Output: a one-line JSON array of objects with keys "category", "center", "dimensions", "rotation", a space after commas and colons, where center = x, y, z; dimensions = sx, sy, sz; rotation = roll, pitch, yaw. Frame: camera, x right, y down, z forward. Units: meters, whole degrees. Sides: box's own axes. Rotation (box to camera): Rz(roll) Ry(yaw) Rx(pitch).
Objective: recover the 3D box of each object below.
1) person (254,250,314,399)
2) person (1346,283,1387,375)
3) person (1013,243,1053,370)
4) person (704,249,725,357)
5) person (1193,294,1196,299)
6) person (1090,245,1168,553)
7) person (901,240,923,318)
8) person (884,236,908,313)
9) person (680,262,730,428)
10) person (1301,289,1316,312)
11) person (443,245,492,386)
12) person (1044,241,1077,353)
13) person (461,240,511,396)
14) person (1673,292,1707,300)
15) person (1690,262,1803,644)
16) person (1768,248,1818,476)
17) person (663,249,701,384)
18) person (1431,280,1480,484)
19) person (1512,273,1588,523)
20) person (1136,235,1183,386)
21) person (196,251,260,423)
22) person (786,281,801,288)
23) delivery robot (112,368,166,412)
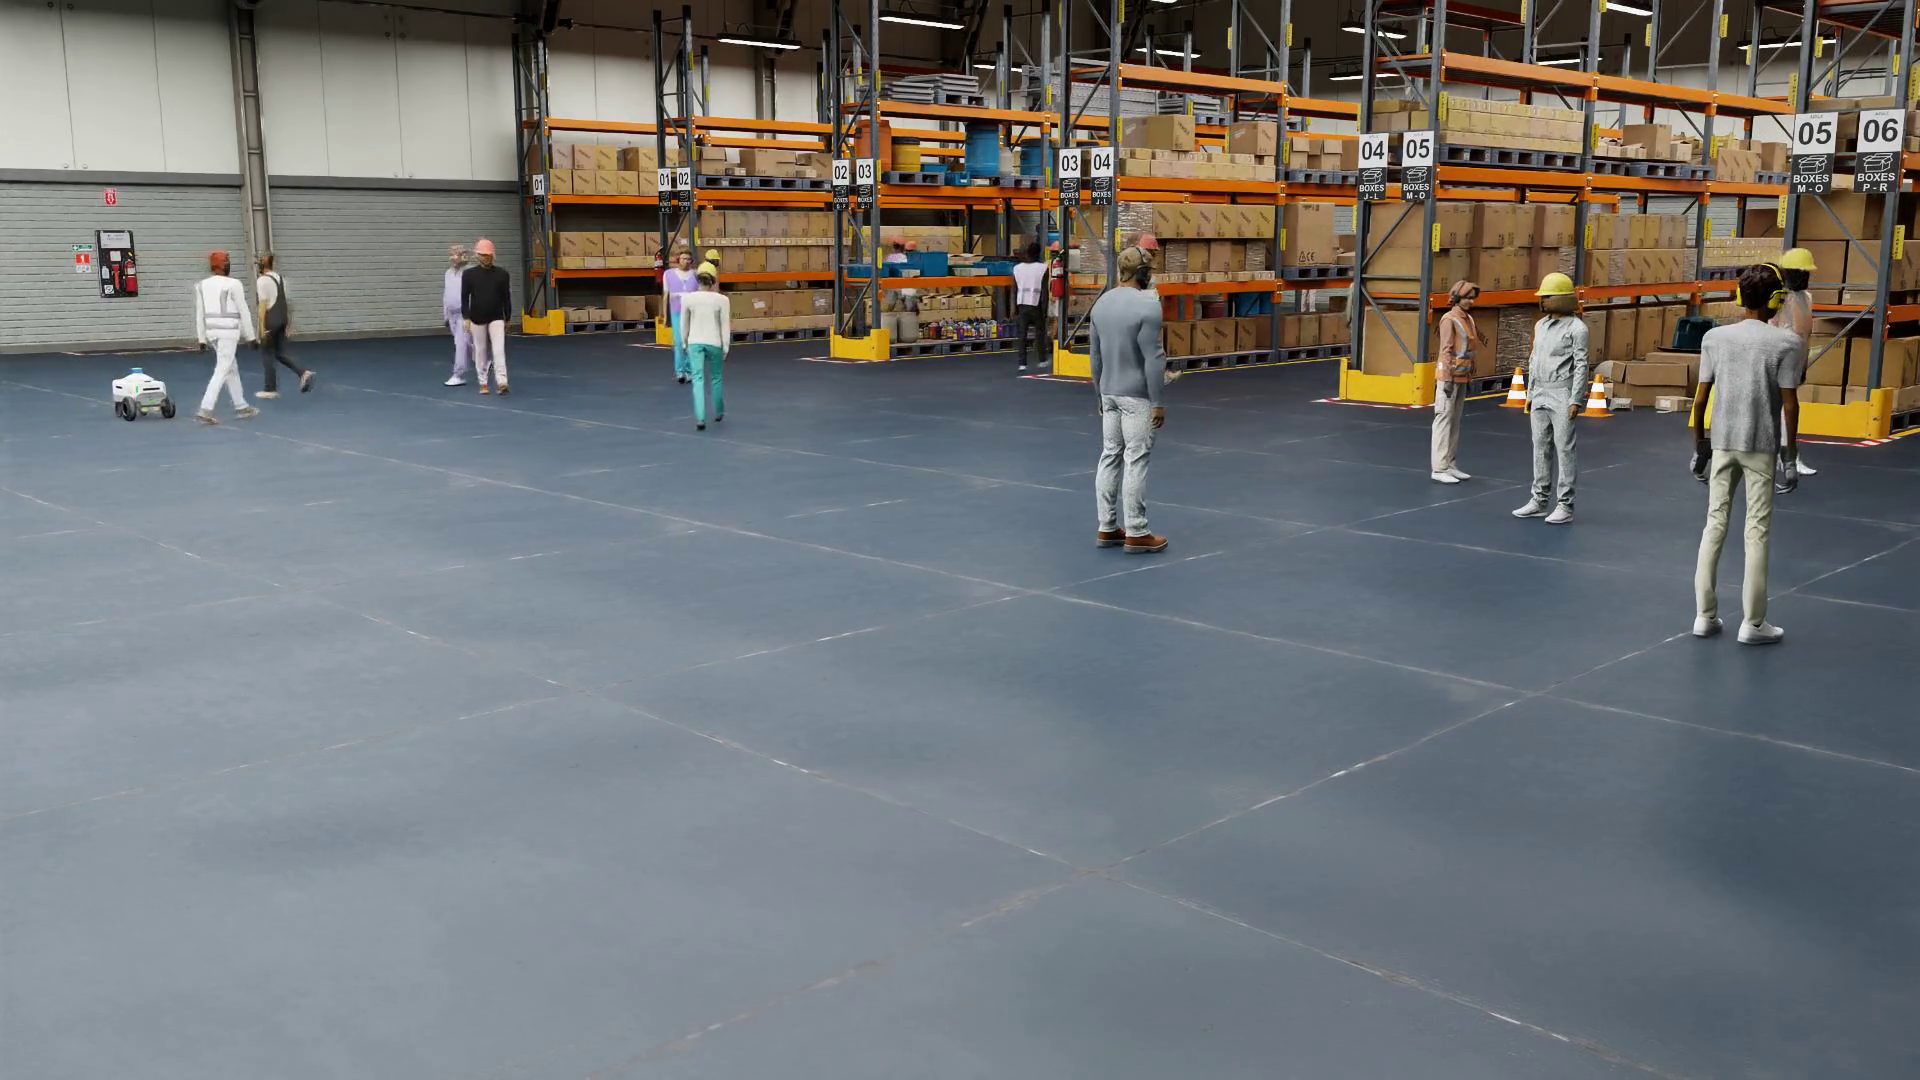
[{"category": "person", "center": [-8.389, -2.646, 20.465], "dimensions": [0.647, 1.823, 0.509], "rotation": [2, 11, 10]}, {"category": "person", "center": [5.710, -3.055, 23.293], "dimensions": [0.544, 1.598, 0.847], "rotation": [6, 12, 28]}, {"category": "person", "center": [1.108, -3.523, 25.065], "dimensions": [0.620, 1.874, 0.934], "rotation": [5, 11, 24]}, {"category": "person", "center": [-4.072, -3.884, 27.358], "dimensions": [0.328, 1.767, 0.531], "rotation": [-7, 12, -32]}, {"category": "person", "center": [5.349, -6.131, 39.230], "dimensions": [0.781, 1.916, 0.637], "rotation": [-9, 14, -41]}, {"category": "person", "center": [1.086, -0.902, 10.623], "dimensions": [0.358, 1.937, 0.636], "rotation": [-7, 13, -34]}, {"category": "person", "center": [-0.966, -4.551, 30.607], "dimensions": [0.880, 1.913, 0.553], "rotation": [-4, 11, -21]}, {"category": "person", "center": [-1.259, -5.000, 32.828], "dimensions": [0.627, 1.999, 1.045], "rotation": [10, 14, 43]}, {"category": "person", "center": [-2.675, -2.056, 17.524], "dimensions": [0.526, 1.719, 0.912], "rotation": [-1, 10, -6]}, {"category": "person", "center": [8.514, -6.388, 40.383], "dimensions": [0.375, 1.997, 0.612], "rotation": [-7, 13, -35]}, {"category": "person", "center": [-6.694, -3.049, 22.513], "dimensions": [0.650, 1.877, 0.862], "rotation": [7, 12, 33]}, {"category": "person", "center": [1.705, -4.184, 28.661], "dimensions": [0.552, 1.897, 0.861], "rotation": [7, 13, 35]}, {"category": "person", "center": [-5.926, -2.781, 20.867], "dimensions": [0.619, 1.933, 1.062], "rotation": [-4, 11, -22]}, {"category": "person", "center": [12.820, -4.307, 29.290], "dimensions": [0.613, 1.915, 0.894], "rotation": [10, 14, 44]}, {"category": "person", "center": [3.894, -0.432, 8.253], "dimensions": [0.315, 1.869, 0.526], "rotation": [-9, 14, -40]}, {"category": "person", "center": [6.987, -1.535, 14.186], "dimensions": [0.591, 1.904, 0.817], "rotation": [-6, 12, -32]}, {"category": "person", "center": [-3.708, -3.030, 22.562], "dimensions": [0.591, 1.808, 0.790], "rotation": [-3, 11, -18]}, {"category": "person", "center": [4.038, -1.293, 13.574], "dimensions": [0.314, 1.639, 0.514], "rotation": [7, 13, 35]}, {"category": "person", "center": [4.158, -0.996, 11.674], "dimensions": [0.319, 1.740, 0.492], "rotation": [-5, 11, -24]}, {"category": "person", "center": [2.487, -2.965, 21.722], "dimensions": [1.031, 1.989, 0.641], "rotation": [-3, 11, -14]}, {"category": "person", "center": [-8.013, -2.206, 18.031], "dimensions": [0.580, 1.844, 0.964], "rotation": [4, 11, 23]}, {"category": "person", "center": [-3.439, -5.260, 34.564], "dimensions": [0.326, 1.876, 0.520], "rotation": [-7, 13, -35]}, {"category": "delivery robot", "center": [-9.087, -1.662, 18.405], "dimensions": [0.707, 0.478, 0.477], "rotation": [10, 14, 43]}]
